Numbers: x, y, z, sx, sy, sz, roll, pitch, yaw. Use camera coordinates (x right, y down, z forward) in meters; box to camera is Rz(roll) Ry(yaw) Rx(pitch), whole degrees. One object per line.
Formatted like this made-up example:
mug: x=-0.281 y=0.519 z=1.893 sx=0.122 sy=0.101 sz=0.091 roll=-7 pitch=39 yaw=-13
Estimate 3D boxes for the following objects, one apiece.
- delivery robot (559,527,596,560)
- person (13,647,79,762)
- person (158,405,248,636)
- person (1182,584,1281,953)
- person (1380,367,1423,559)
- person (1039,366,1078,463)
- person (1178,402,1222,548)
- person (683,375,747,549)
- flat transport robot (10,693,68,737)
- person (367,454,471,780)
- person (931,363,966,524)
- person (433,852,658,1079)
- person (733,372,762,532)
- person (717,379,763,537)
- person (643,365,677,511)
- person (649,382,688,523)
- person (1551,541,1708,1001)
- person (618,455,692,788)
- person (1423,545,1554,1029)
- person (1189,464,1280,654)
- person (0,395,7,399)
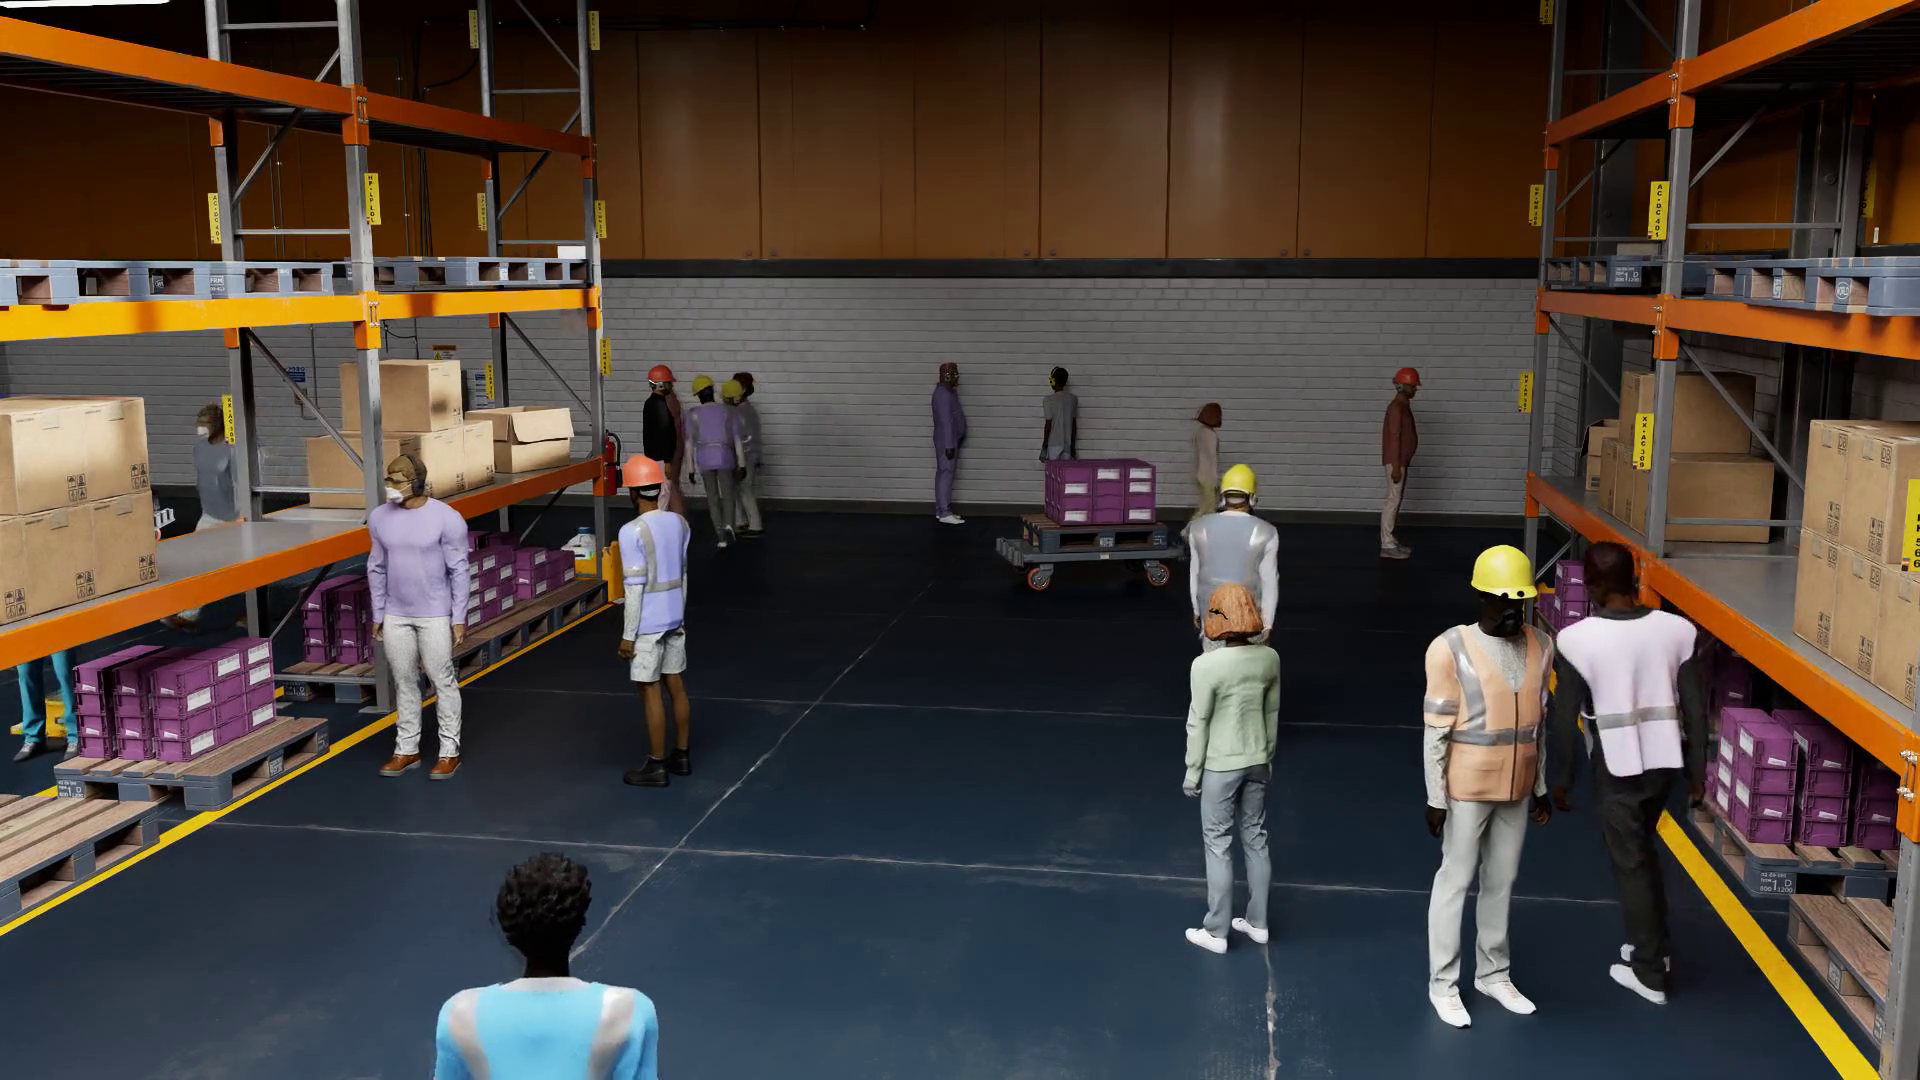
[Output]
delivery robot: x=-3.565 y=0.119 z=15.793 sx=0.477 sy=0.478 sz=0.707 roll=0 pitch=9 yaw=1
person: x=-5.622 y=0.437 z=10.180 sx=0.564 sy=1.841 sz=0.380 roll=-1 pitch=9 yaw=-6
person: x=-6.125 y=-0.154 z=13.650 sx=0.655 sy=1.888 sz=0.985 roll=4 pitch=10 yaw=26
person: x=1.206 y=1.003 z=7.348 sx=0.494 sy=1.624 sz=0.286 roll=-6 pitch=11 yaw=-33
person: x=4.607 y=-0.811 z=17.396 sx=0.392 sy=1.990 sz=0.614 roll=4 pitch=10 yaw=22
person: x=1.154 y=-1.101 z=19.562 sx=0.513 sy=1.872 sz=0.328 roll=-7 pitch=12 yaw=-37
person: x=2.586 y=-0.641 z=17.498 sx=0.402 sy=1.617 sz=0.518 roll=-2 pitch=9 yaw=-12
person: x=-2.614 y=-0.815 z=17.769 sx=0.658 sy=1.881 sz=0.528 roll=-2 pitch=9 yaw=-10
flat transport robot: x=-5.592 y=1.053 z=11.196 sx=0.652 sy=0.197 sz=1.431 roll=2 pitch=9 yaw=10
person: x=-3.182 y=0.450 z=9.794 sx=0.630 sy=1.935 sz=0.366 roll=2 pitch=9 yaw=14
person: x=-0.130 y=-1.152 z=19.767 sx=0.409 sy=1.908 sz=0.639 roll=-1 pitch=9 yaw=-6
person: x=-0.962 y=1.541 z=3.932 sx=0.549 sy=1.640 sz=0.881 roll=0 pitch=9 yaw=-3
person: x=-2.489 y=-1.012 z=19.109 sx=0.429 sy=1.841 sz=0.631 roll=-1 pitch=9 yaw=-9
person: x=-2.446 y=-0.903 z=18.584 sx=0.471 sy=1.792 sz=0.629 roll=1 pitch=9 yaw=4
person: x=-3.181 y=-0.866 z=17.731 sx=0.379 sy=1.995 sz=0.612 roll=-4 pitch=10 yaw=-25
person: x=-3.317 y=-0.974 z=18.763 sx=0.513 sy=1.877 sz=0.692 roll=-2 pitch=9 yaw=-11
person: x=2.752 y=0.951 z=6.908 sx=0.613 sy=1.872 sz=0.567 roll=-2 pitch=9 yaw=-11
person: x=-1.798 y=0.471 z=9.670 sx=0.376 sy=1.934 sz=0.547 roll=5 pitch=10 yaw=28
person: x=2.114 y=0.968 z=6.626 sx=0.594 sy=1.926 sz=0.367 roll=-4 pitch=10 yaw=-22
person: x=1.697 y=0.436 z=10.272 sx=0.604 sy=1.812 sz=0.570 roll=4 pitch=10 yaw=25
person: x=-8.317 y=-0.299 z=14.474 sx=0.630 sy=1.917 sz=0.568 roll=1 pitch=9 yaw=4
